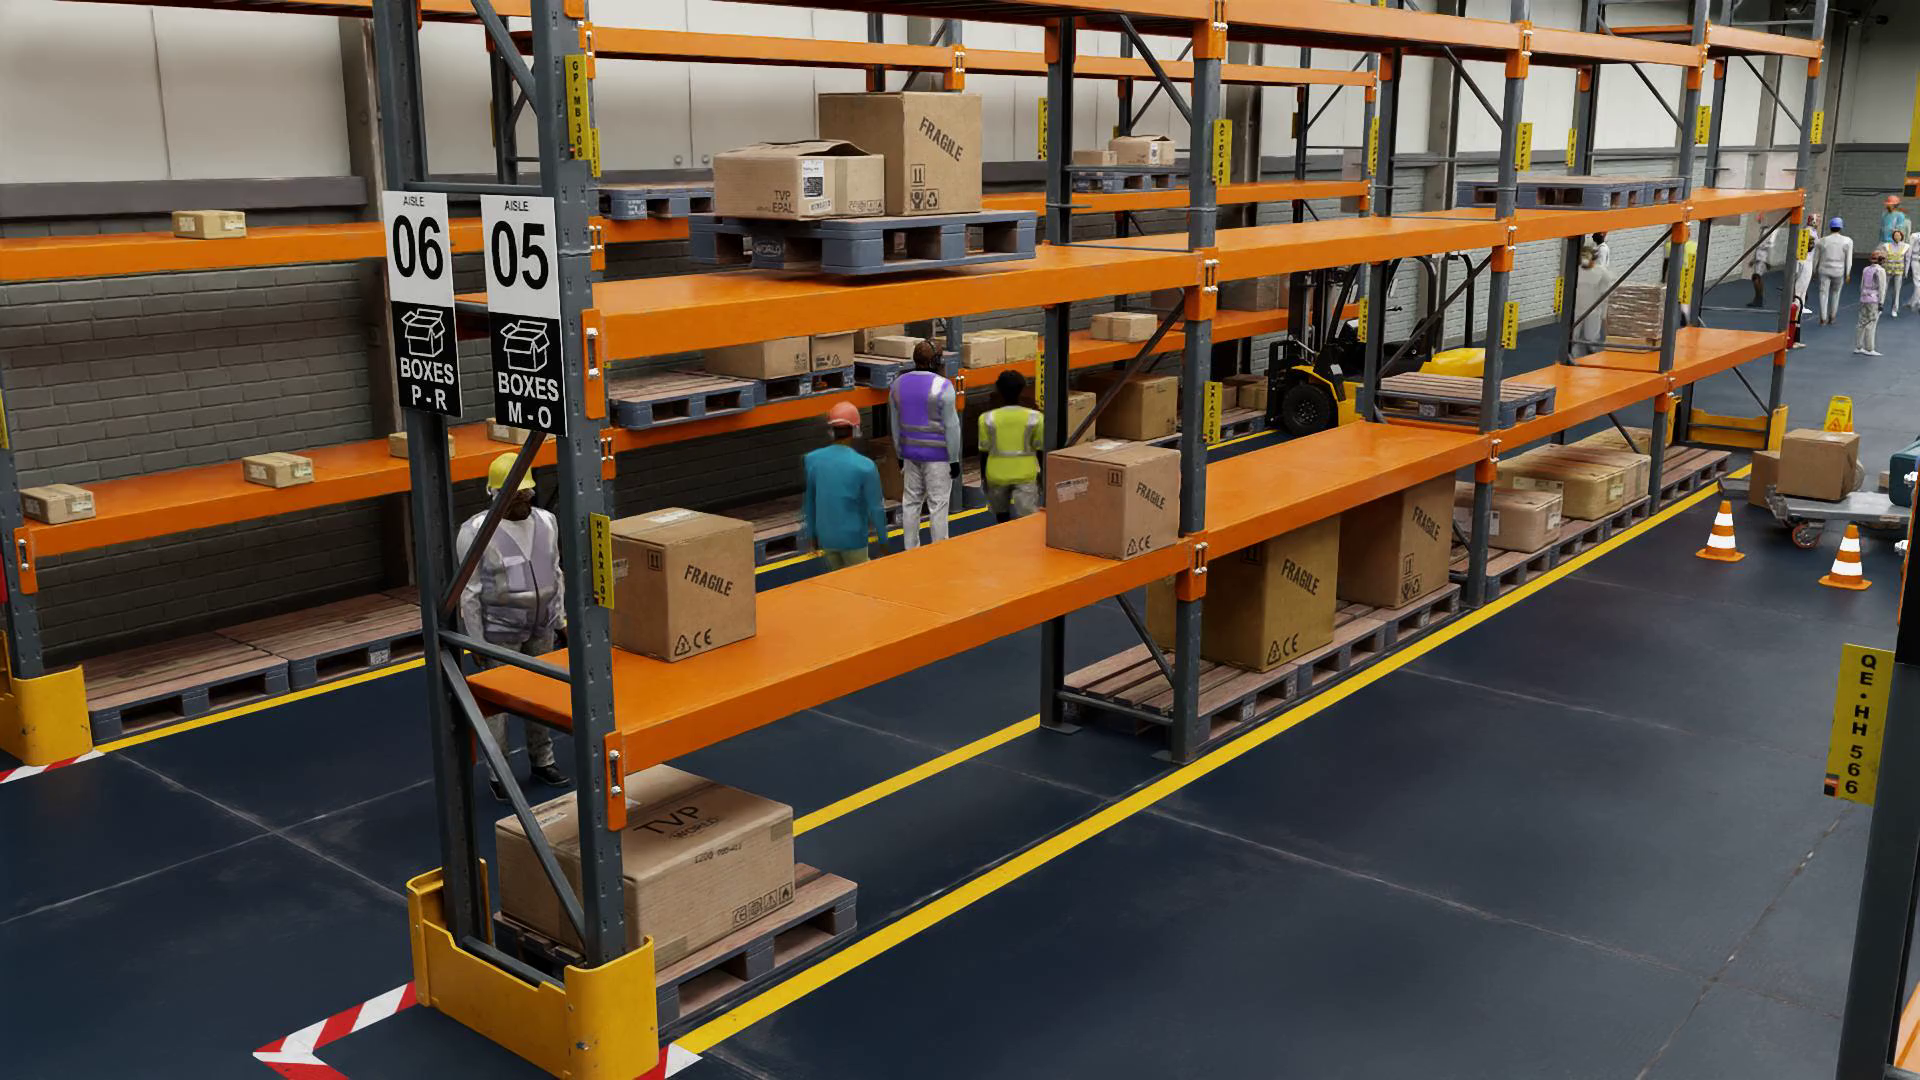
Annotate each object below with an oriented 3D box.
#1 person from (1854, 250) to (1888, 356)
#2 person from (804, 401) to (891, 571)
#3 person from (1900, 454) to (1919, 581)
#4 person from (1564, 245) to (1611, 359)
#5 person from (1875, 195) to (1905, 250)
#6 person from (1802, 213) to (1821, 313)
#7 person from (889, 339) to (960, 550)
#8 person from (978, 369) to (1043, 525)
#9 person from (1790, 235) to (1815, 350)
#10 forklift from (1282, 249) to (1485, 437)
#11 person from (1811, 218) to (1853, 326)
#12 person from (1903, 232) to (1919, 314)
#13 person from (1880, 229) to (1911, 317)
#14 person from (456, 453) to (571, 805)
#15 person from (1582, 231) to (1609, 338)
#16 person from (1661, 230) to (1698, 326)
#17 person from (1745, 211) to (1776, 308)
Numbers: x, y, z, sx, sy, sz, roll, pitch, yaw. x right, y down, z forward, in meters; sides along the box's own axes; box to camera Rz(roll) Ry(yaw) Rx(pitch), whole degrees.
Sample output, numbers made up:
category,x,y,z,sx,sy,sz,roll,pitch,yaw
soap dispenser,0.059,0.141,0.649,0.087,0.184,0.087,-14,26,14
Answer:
category,x,y,z,sx,sy,sz,roll,pitch,yaw
person,14.239,-3.703,25.976,0.309,1.640,0.511,-2,14,-6
person,-0.746,-0.037,10.826,0.583,1.735,0.391,11,17,37
person,5.836,0.093,9.706,0.605,2.034,0.390,5,15,19
person,8.648,-3.125,23.037,0.644,1.919,0.513,9,17,34
person,21.045,-6.787,37.721,0.413,2.027,0.616,-5,15,-20
person,16.347,-5.330,32.068,0.399,1.900,0.644,5,15,18
person,-0.248,-0.665,13.189,0.619,1.845,0.430,9,17,34
person,0.403,-0.471,12.745,0.543,1.668,0.725,1,14,3
person,13.460,-3.978,26.700,0.501,1.839,0.342,-12,18,-41
forklift,4.886,-2.214,18.767,2.313,2.155,1.214,11,18,38
person,15.743,-4.850,30.072,0.645,1.910,0.907,7,15,25
person,18.551,-5.306,32.116,0.574,1.836,0.968,0,14,0
person,17.635,-5.045,31.432,0.514,1.642,0.314,9,16,31
person,-2.299,0.446,8.679,0.403,1.835,0.588,13,19,42
person,10.781,-4.369,28.181,0.355,1.884,0.575,4,14,15
person,12.789,-4.686,29.578,0.567,1.834,0.552,3,14,14
person,15.862,-5.574,33.010,0.494,1.915,0.576,1,14,6
